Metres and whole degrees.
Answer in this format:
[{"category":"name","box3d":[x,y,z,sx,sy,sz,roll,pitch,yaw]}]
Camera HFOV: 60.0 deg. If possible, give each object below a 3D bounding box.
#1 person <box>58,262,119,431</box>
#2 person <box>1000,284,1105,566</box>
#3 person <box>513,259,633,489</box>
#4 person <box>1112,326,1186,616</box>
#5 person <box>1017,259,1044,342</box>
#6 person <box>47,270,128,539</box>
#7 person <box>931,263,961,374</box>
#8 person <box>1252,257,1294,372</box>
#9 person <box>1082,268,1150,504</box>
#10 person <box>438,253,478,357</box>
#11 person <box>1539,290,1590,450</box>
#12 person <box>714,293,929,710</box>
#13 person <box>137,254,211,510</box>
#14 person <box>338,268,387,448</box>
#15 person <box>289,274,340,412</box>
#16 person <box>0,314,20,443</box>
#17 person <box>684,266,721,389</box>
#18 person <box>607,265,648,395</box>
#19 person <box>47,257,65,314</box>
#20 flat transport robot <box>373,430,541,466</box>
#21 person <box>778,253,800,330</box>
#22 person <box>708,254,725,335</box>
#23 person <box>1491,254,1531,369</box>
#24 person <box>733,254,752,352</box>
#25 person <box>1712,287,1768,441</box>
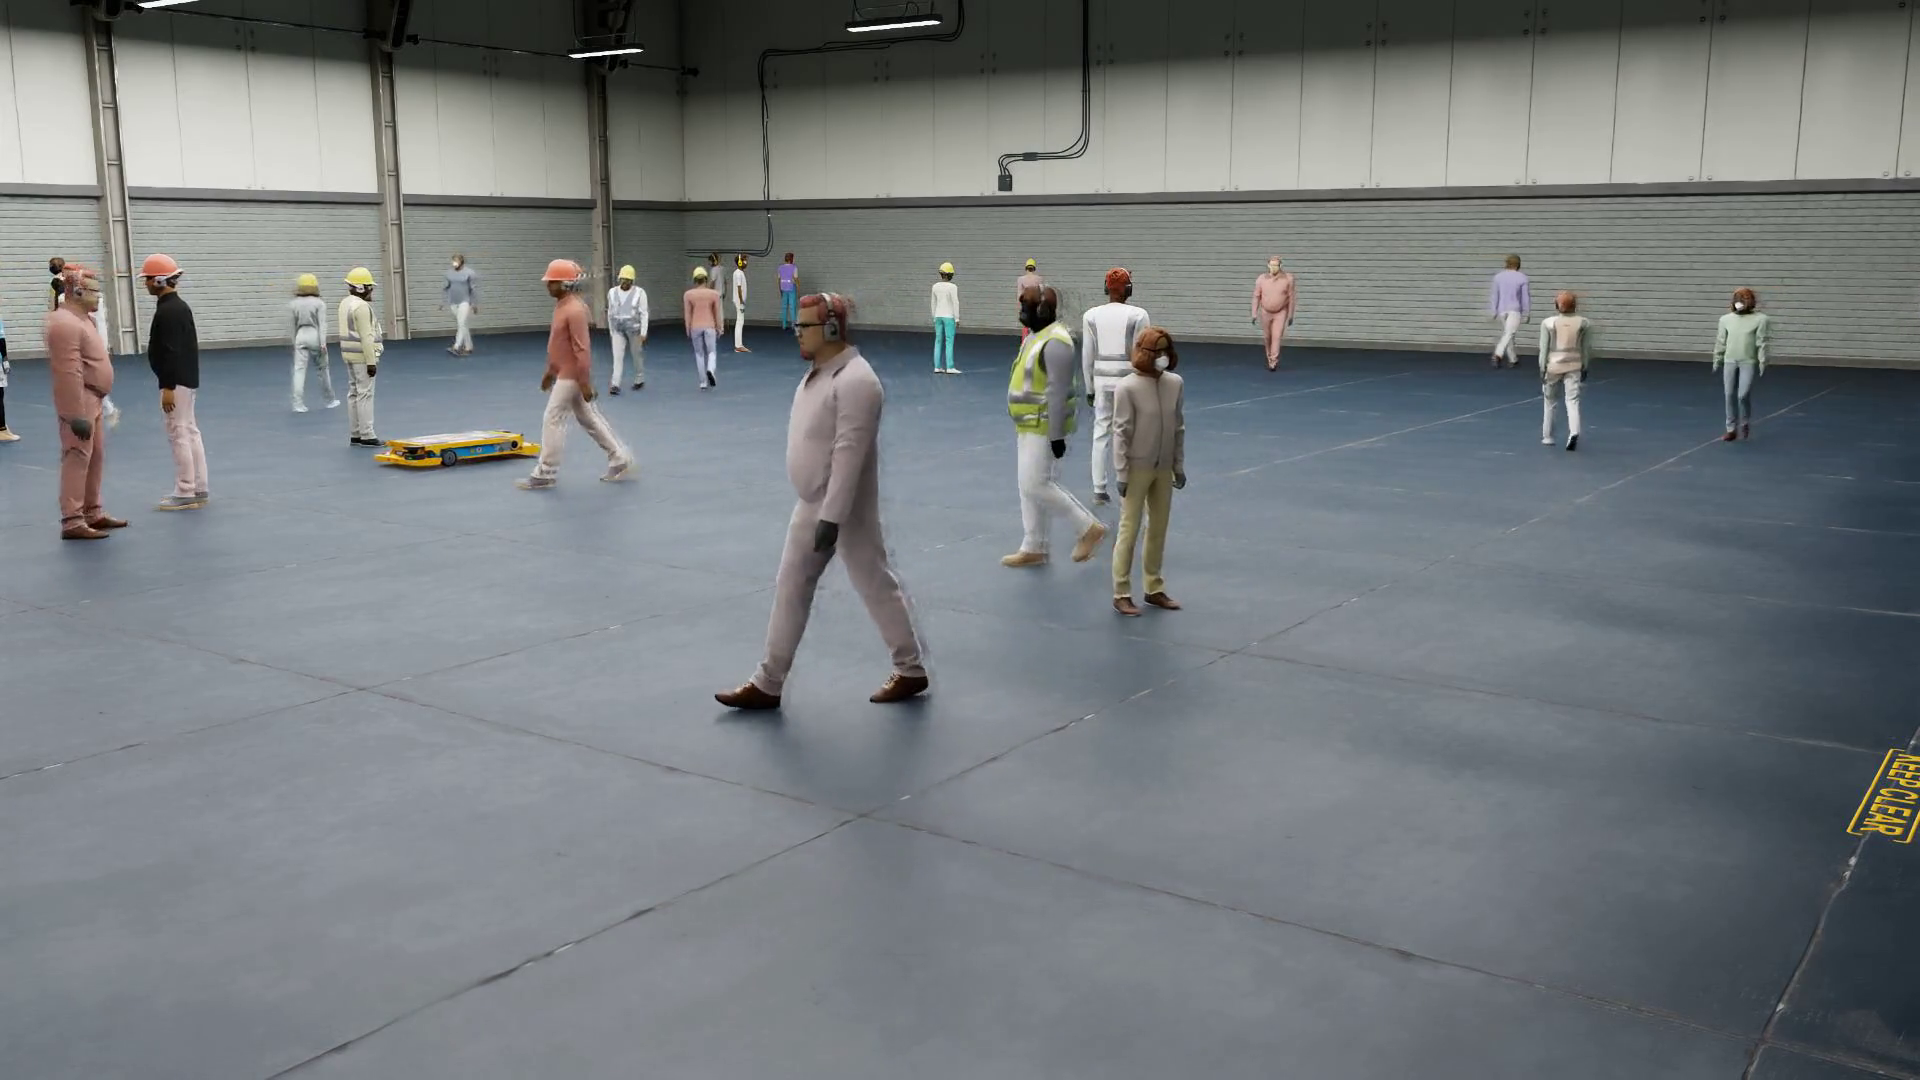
[{"category":"person","box3d":[-9.480,-2.058,17.979,0.594,1.869,0.429,4,11,20]},{"category":"person","box3d":[0.572,-0.716,10.611,0.549,1.824,0.632,-1,10,-8]},{"category":"person","box3d":[-3.307,-1.422,14.244,1.028,1.950,0.614,-4,11,-19]},{"category":"person","box3d":[1.059,-0.385,9.326,0.506,1.623,0.298,-7,12,-35]},{"category":"person","box3d":[1.383,-4.612,32.594,0.522,1.768,0.312,0,10,-2]},{"category":"person","box3d":[-6.221,-0.959,11.810,0.415,1.887,0.693,-4,11,-21]},{"category":"person","box3d":[-0.217,-3.537,26.571,0.533,1.768,0.310,8,13,39]},{"category":"person","box3d":[5.143,-3.721,27.341,0.657,1.865,0.980,3,11,18]},{"category":"person","box3d":[1.251,-1.206,13.190,0.576,1.882,0.355,5,11,25]},{"category":"person","box3d":[-9.239,-4.312,30.554,0.633,1.887,1.003,3,11,18]},{"category":"person","box3d":[6.134,-1.724,16.869,0.519,1.610,0.805,1,10,7]},{"category":"person","box3d":[-0.572,-0.156,7.382,0.989,1.859,0.652,-6,12,-29]},{"category":"person","box3d":[-6.168,-1.230,13.038,0.406,1.985,0.647,-2,10,-13]},{"category":"person","box3d":[-6.090,-1.854,16.965,0.404,1.827,0.599,-8,13,-39]},{"category":"person","box3d":[-8.083,-2.454,20.690,0.503,1.691,0.897,1,10,7]},{"category":"person","box3d":[-10.156,-1.852,17.338,0.533,1.693,0.319,1,10,8]},{"category":"person","box3d":[-3.659,-3.008,23.654,0.522,1.750,0.508,-2,10,-9]},{"category":"person","box3d":[-4.605,-2.917,23.085,0.607,1.777,0.957,1,10,8]},{"category":"person","box3d":[-15.098,-3.820,27.996,0.455,1.836,0.648,-3,10,-14]},{"category":"flat transport robot","box3d":[-4.801,-0.890,15.929,0.652,0.197,1.431,8,13,39]},{"category":"person","box3d":[-4.111,-5.966,39.948,0.563,1.847,0.390,5,11,27]},{"category":"person","box3d":[-5.512,-5.577,37.829,0.348,1.834,0.653,3,11,18]},{"category":"person","box3d":[9.147,-3.802,27.692,0.963,1.904,0.643,-8,13,-39]},{"category":"person","box3d":[-4.188,-4.538,31.884,0.328,1.873,0.519,-2,10,-11]},{"category":"person","box3d":[8.157,-1.833,17.434,0.353,1.617,0.520,-10,14,-44]}]
